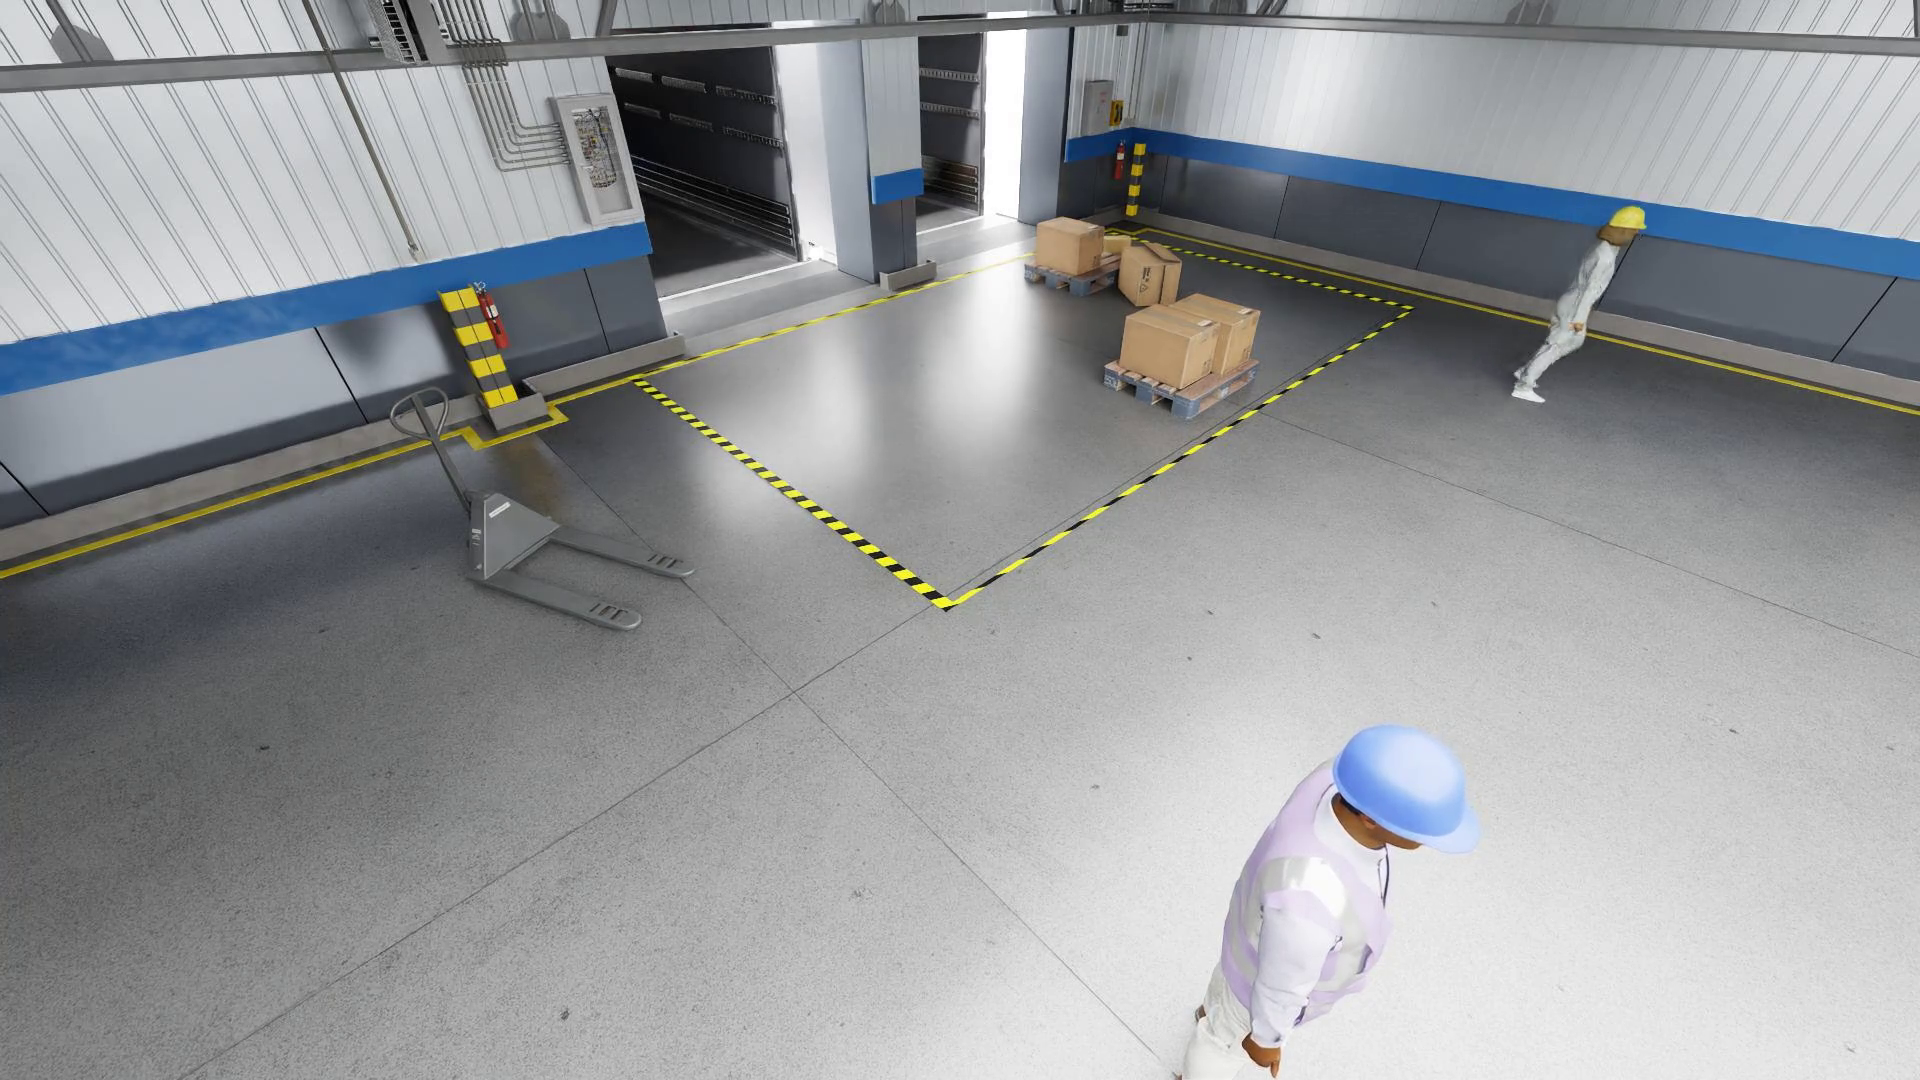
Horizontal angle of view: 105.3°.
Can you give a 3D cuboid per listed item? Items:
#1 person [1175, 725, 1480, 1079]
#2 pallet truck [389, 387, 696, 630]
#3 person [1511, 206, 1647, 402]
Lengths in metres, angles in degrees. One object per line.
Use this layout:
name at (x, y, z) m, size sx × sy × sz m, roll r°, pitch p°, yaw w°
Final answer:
person at (0.955, 1.198, 2.144) m, size 0.381 × 1.948 × 0.604 m, roll 22°, pitch 43°, yaw 26°
pallet truck at (-2.613, -0.247, 4.593) m, size 1.601 × 1.201 × 0.680 m, roll 14°, pitch 40°, yaw 17°
person at (5.472, -2.045, 6.516) m, size 0.391 × 1.735 × 0.495 m, roll 21°, pitch 43°, yaw 25°
